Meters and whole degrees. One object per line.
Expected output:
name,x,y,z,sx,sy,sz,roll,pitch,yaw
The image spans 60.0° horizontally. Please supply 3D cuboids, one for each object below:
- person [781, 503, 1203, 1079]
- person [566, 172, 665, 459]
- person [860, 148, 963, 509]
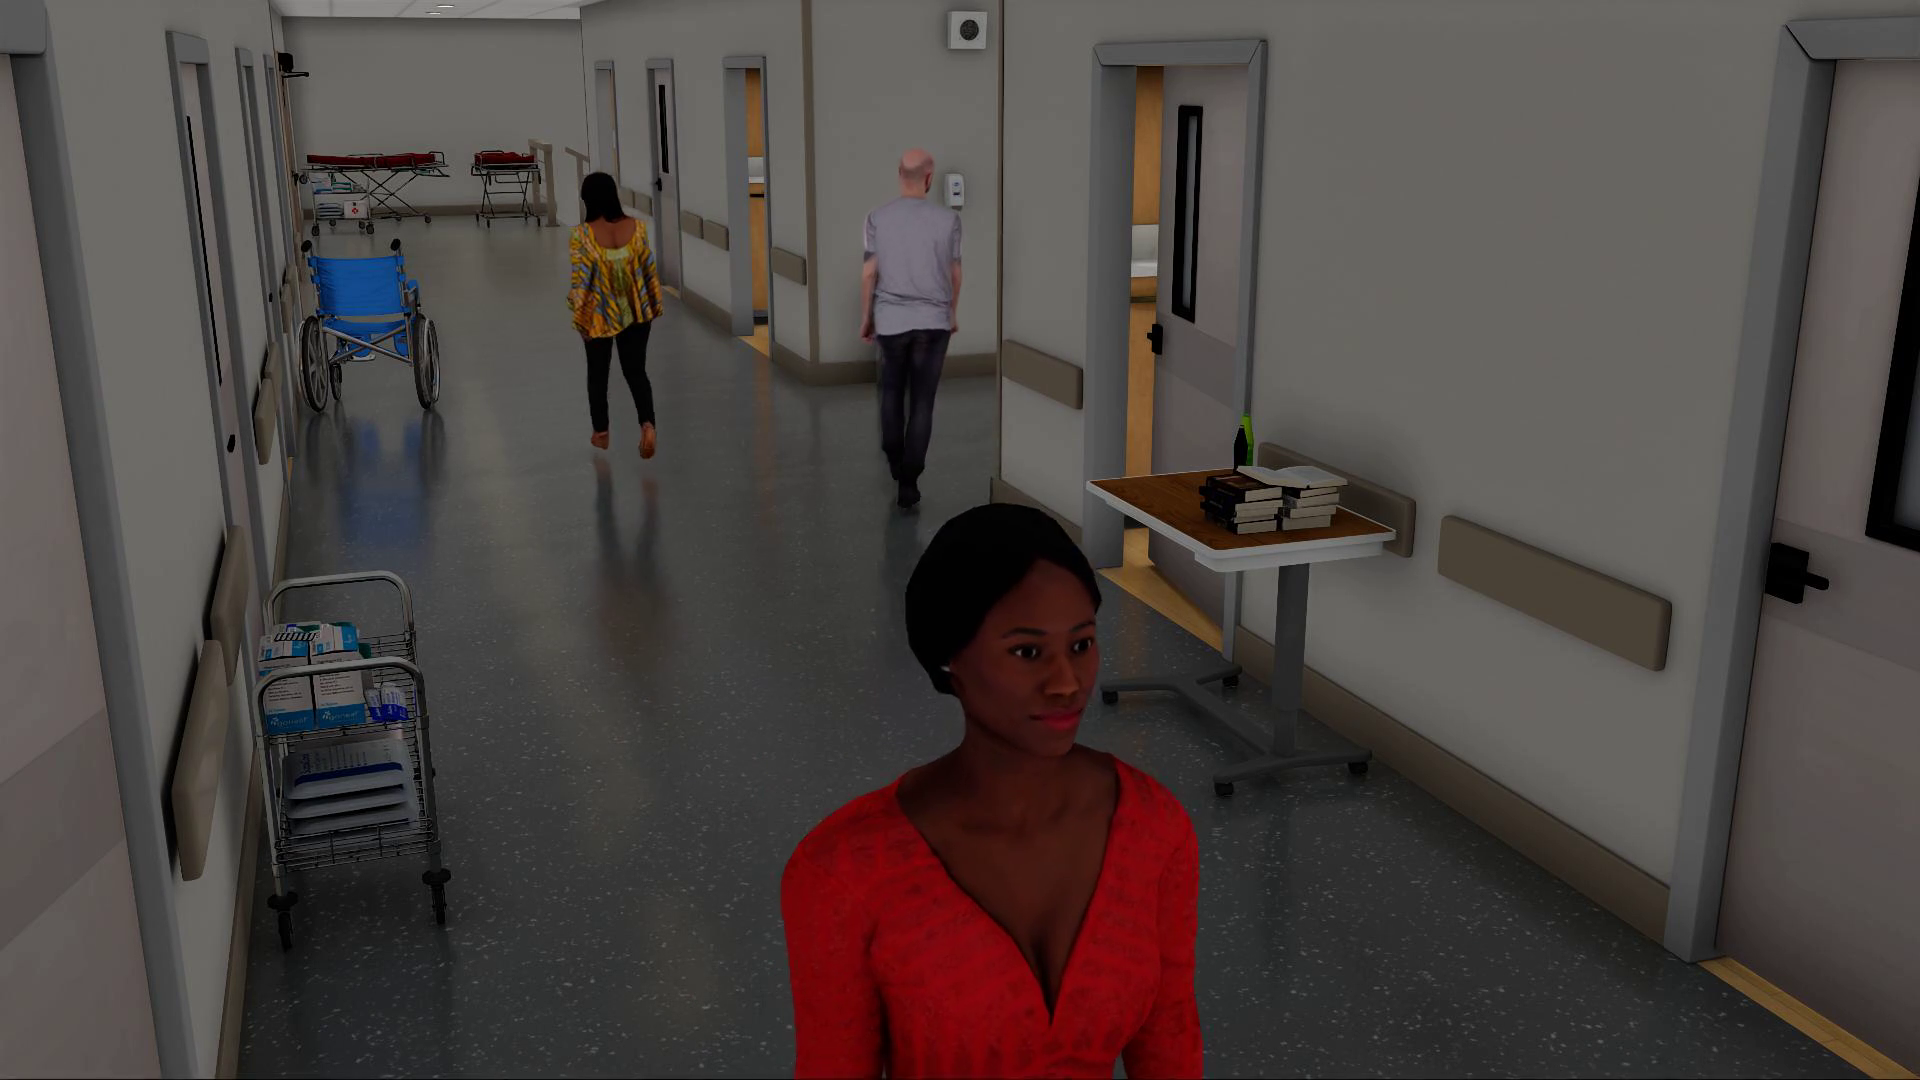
person,0.027,0.820,1.896,0.660,1.782,0.685,-5,16,-16
person,-1.942,-1.243,9.511,0.775,1.620,1.063,-8,18,-26
person,-0.250,-1.049,8.508,0.989,1.790,1.214,2,16,6
